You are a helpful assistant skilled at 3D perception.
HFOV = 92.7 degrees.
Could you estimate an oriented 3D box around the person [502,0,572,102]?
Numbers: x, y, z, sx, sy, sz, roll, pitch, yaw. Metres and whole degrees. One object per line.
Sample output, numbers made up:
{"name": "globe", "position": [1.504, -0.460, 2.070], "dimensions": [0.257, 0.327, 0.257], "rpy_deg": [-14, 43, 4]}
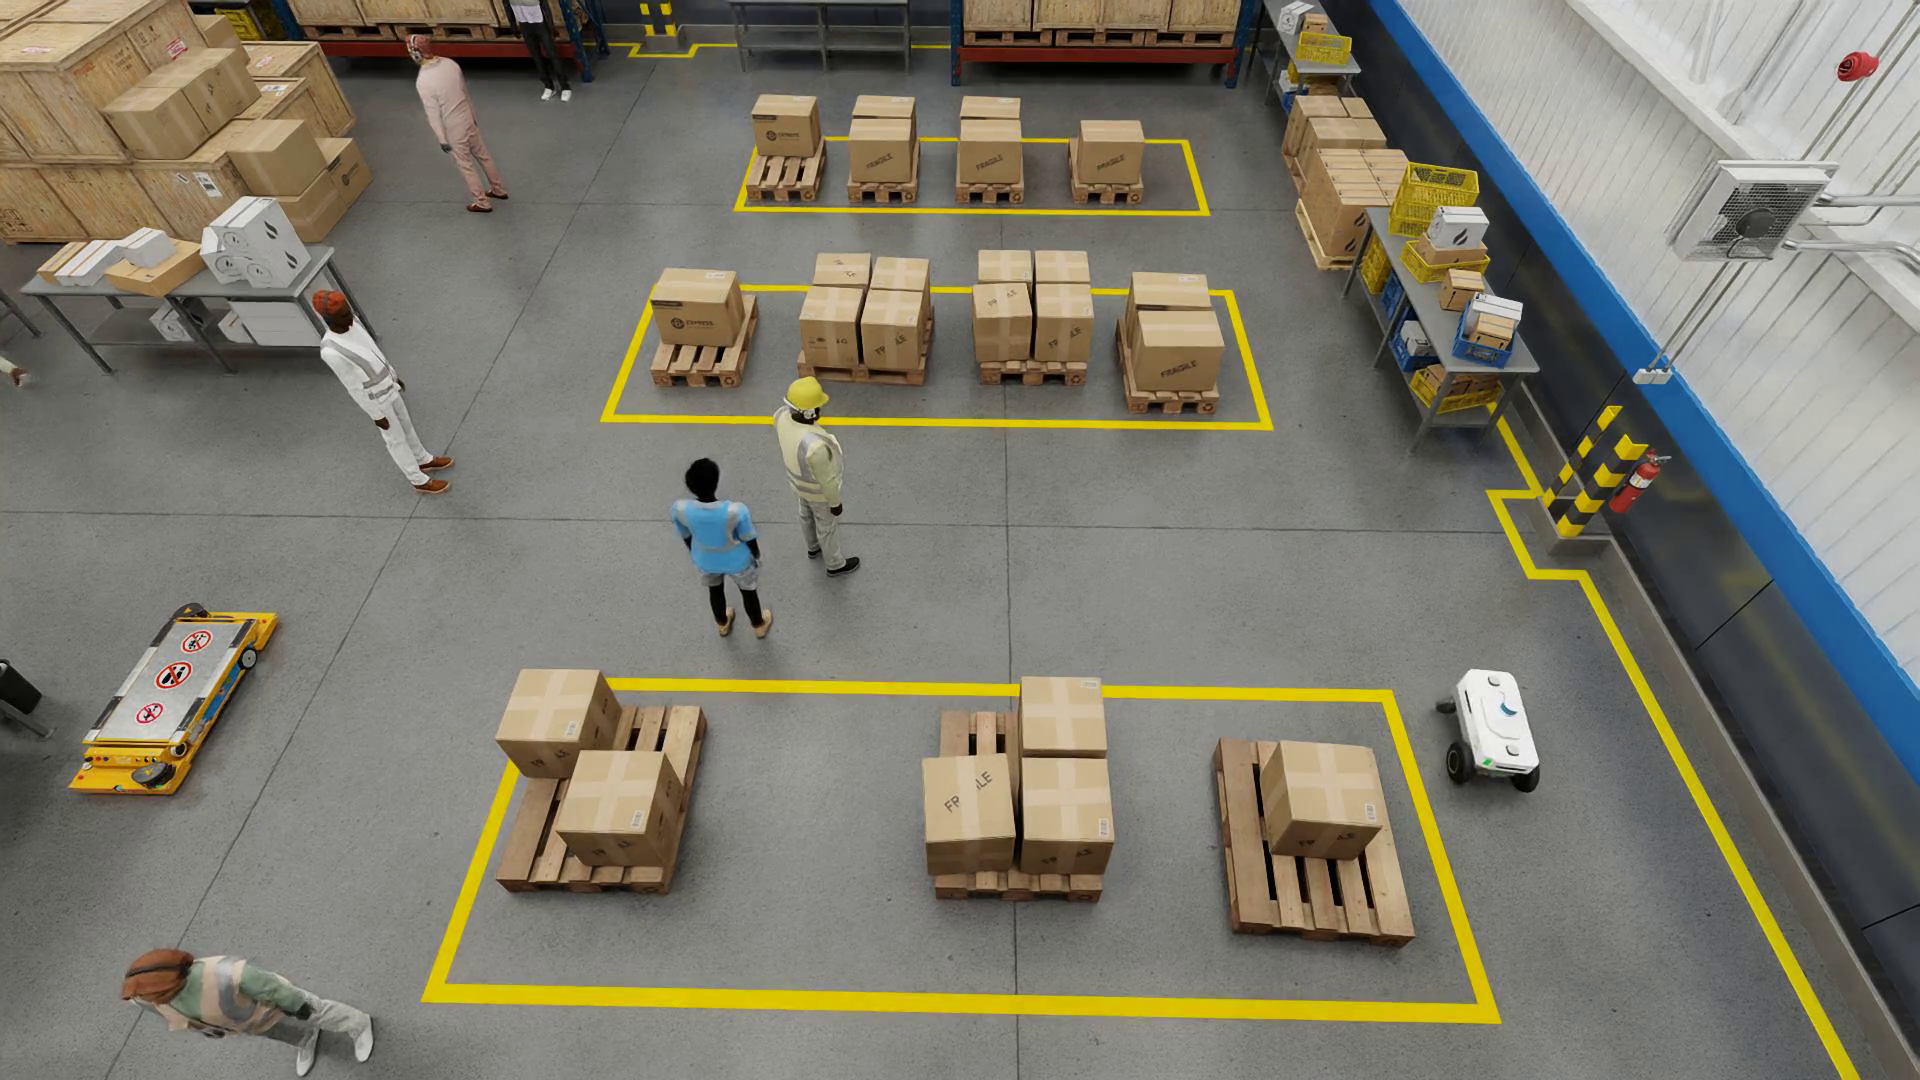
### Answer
{"name": "person", "position": [-5.619, -6.789, 12.034], "dimensions": [0.599, 1.906, 0.413], "rpy_deg": [1, 50, 1]}

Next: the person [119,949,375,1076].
{"name": "person", "position": [-3.480, 2.313, 4.509], "dimensions": [0.510, 1.630, 0.317], "rpy_deg": [-9, 50, -7]}

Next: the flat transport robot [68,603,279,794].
{"name": "flat transport robot", "position": [-5.504, 1.072, 6.442], "dimensions": [0.652, 0.197, 1.431], "rpy_deg": [1, 50, 1]}

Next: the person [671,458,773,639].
{"name": "person", "position": [-1.631, 0.111, 6.333], "dimensions": [0.540, 1.692, 0.319], "rpy_deg": [4, 50, 3]}

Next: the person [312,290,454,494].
{"name": "person", "position": [-4.593, -1.156, 7.276], "dimensions": [0.356, 1.887, 0.572], "rpy_deg": [-9, 50, -8]}

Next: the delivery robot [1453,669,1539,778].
{"name": "delivery robot", "position": [3.557, 1.211, 6.080], "dimensions": [0.477, 0.478, 0.707], "rpy_deg": [6, 50, 5]}

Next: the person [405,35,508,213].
{"name": "person", "position": [-5.621, -4.598, 10.186], "dimensions": [0.400, 1.900, 0.647], "rpy_deg": [12, 51, 10]}

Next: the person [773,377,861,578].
{"name": "person", "position": [-1.045, -0.438, 6.709], "dimensions": [0.403, 1.825, 0.589], "rpy_deg": [-31, 57, -24]}

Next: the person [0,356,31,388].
{"name": "person", "position": [-9.253, -1.998, 8.035], "dimensions": [0.938, 1.820, 0.571], "rpy_deg": [-4, 50, -3]}
